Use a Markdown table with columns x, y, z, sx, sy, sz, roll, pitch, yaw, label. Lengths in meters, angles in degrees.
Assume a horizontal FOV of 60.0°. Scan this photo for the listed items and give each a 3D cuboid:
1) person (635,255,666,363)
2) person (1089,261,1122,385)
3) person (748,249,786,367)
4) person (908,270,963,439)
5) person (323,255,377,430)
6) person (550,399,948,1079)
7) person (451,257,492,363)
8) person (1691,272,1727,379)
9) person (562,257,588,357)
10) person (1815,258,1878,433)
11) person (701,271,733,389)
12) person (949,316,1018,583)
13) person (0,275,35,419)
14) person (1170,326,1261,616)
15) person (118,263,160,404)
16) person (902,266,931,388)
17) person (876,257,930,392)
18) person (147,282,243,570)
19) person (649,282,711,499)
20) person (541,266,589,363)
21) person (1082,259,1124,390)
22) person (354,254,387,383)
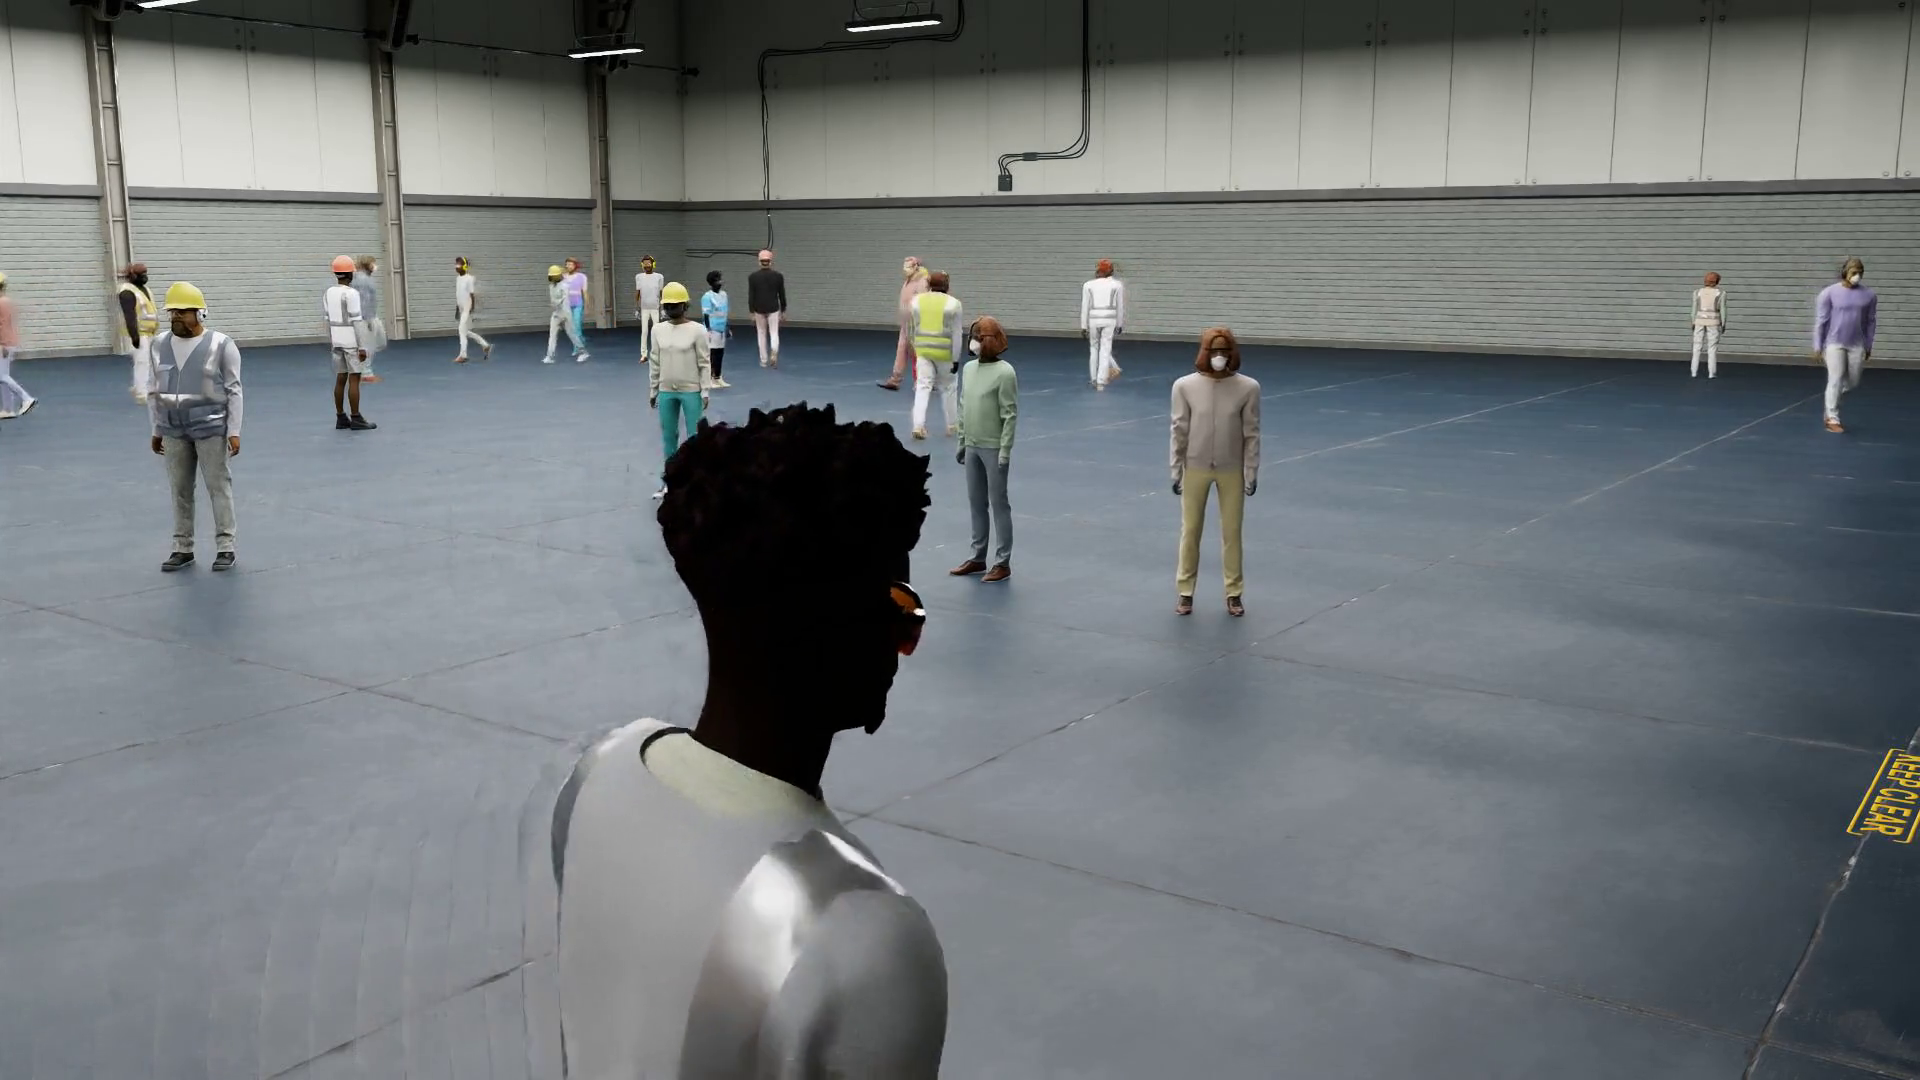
| x | y | z | sx | sy | sz | roll | pitch | yaw | label |
| --- | --- | --- | --- | --- | --- | --- | --- | --- | --- |
| -5.380 | -4.001 | 28.886 | 0.534 | 1.868 | 0.309 | 0 | 10 | -2 | person |
| 2.107 | -3.188 | 24.450 | 0.437 | 1.831 | 0.631 | 2 | 10 | 11 | person |
| -3.223 | -3.861 | 27.800 | 0.632 | 1.975 | 0.758 | -2 | 10 | -12 | person |
| -0.261 | -1.981 | 17.769 | 0.624 | 1.803 | 0.927 | 3 | 11 | 17 | person |
| -6.818 | -2.194 | 18.557 | 0.551 | 1.940 | 0.349 | 7 | 12 | 33 | person |
| -0.235 | 0.826 | 1.648 | 0.763 | 1.941 | 0.626 | -8 | 13 | -39 | person |
| -8.586 | -4.029 | 29.093 | 0.756 | 1.853 | 0.513 | -8 | 13 | -38 | person |
| 11.522 | -3.299 | 25.608 | 0.519 | 1.638 | 0.322 | 8 | 13 | 39 | person |
| -7.069 | -4.290 | 30.632 | 0.574 | 1.830 | 0.595 | 4 | 11 | 20 | person |
| 9.756 | -2.157 | 18.425 | 0.635 | 1.926 | 0.676 | 1 | 10 | 5 | person |
| -3.487 | -2.992 | 23.790 | 0.329 | 1.676 | 0.565 | 5 | 11 | 24 | person |
| 0.154 | -0.561 | 10.266 | 0.283 | 1.636 | 0.500 | -8 | 13 | -38 | person |
| -11.293 | -2.296 | 19.621 | 0.393 | 1.753 | 0.551 | -8 | 13 | -37 | person |
| 1.415 | -0.377 | 9.270 | 0.501 | 1.624 | 0.293 | 1 | 10 | 5 | person |
| -10.559 | -2.658 | 21.475 | 0.452 | 1.824 | 0.648 | 0 | 10 | -1 | person |
| -0.566 | -3.032 | 23.800 | 0.534 | 1.758 | 0.469 | 0 | 10 | -2 | person |
| -0.746 | -3.001 | 23.234 | 0.798 | 1.876 | 0.676 | -5 | 11 | -26 | person |
| -4.863 | -0.713 | 10.564 | 0.589 | 1.834 | 0.403 | 0 | 10 | 0 | person |
| -2.277 | -1.195 | 13.462 | 0.533 | 1.765 | 0.330 | 3 | 11 | 16 | person |
| -6.925 | -3.939 | 29.037 | 0.524 | 1.692 | 0.895 | 8 | 13 | 36 | person |
| 2.046 | -3.081 | 23.797 | 0.581 | 1.832 | 0.978 | 2 | 10 | 10 | person |
| -8.750 | -3.271 | 24.663 | 0.430 | 1.925 | 0.632 | -1 | 10 | -7 | person |
